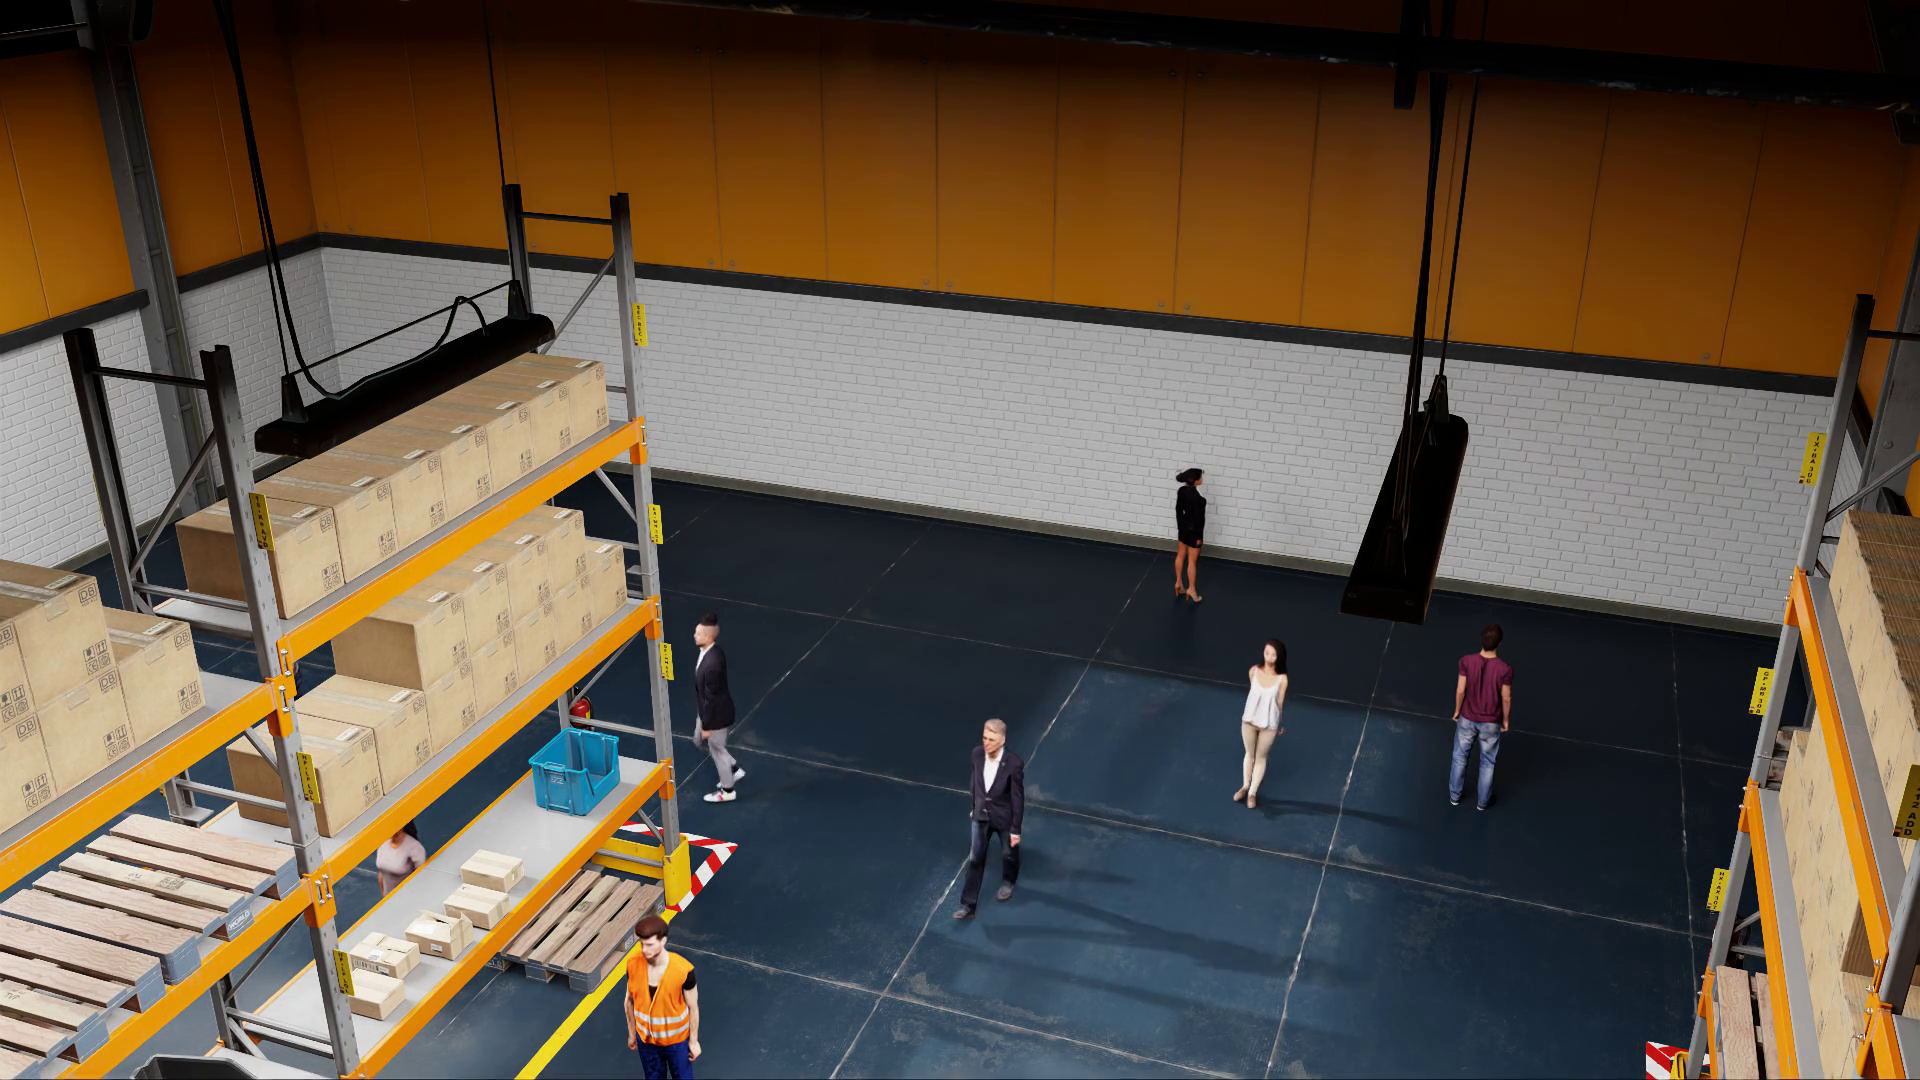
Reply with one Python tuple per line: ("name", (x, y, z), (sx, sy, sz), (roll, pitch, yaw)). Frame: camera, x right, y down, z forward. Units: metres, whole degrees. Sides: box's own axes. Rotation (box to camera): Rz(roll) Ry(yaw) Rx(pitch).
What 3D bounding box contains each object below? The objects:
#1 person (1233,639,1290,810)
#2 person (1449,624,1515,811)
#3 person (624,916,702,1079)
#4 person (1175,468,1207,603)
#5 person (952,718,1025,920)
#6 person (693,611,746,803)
("person", (2.812, 1.675, 15.368), (0.587, 1.638, 0.746), (11, 26, 23))
("person", (4.776, 1.611, 15.243), (0.679, 1.855, 0.588), (11, 26, 24))
("person", (-2.001, 3.331, 11.273), (0.704, 1.885, 0.645), (6, 24, 13))
("person", (2.682, -0.073, 19.365), (0.768, 1.639, 0.709), (-12, 26, -26))
("person", (0.352, 2.252, 13.872), (0.826, 1.779, 1.158), (13, 27, 26))
("person", (-2.155, 1.549, 15.283), (0.907, 1.938, 0.826), (-6, 24, -13))
